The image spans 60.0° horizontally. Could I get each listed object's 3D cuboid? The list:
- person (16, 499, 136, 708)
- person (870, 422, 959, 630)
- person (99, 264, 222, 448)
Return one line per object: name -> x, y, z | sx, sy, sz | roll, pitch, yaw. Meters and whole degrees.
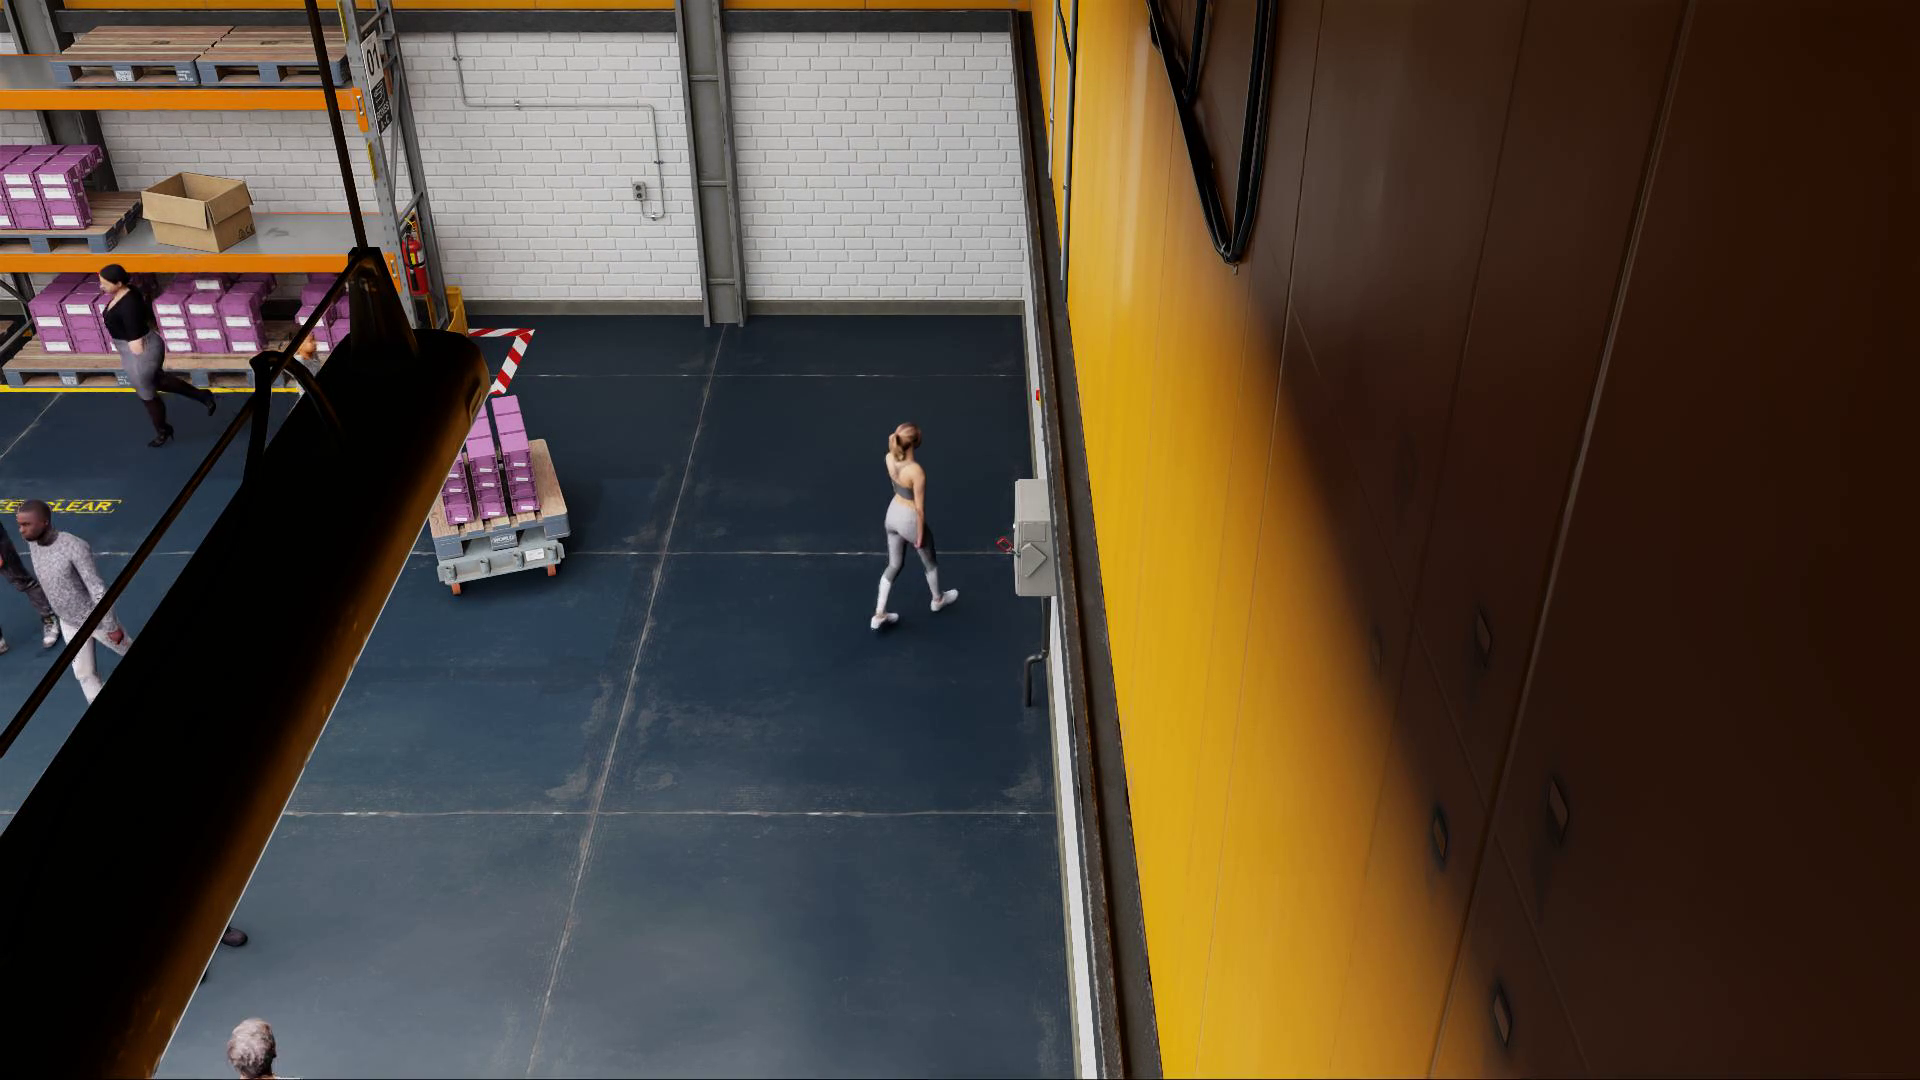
person -> -5.722, 0.458, 11.059 | 1.239, 1.811, 1.107 | 9, 35, 13
person -> -0.443, -0.085, 12.000 | 0.987, 1.673, 1.026 | 28, 42, 35
person -> -6.865, -1.576, 14.190 | 1.049, 1.733, 0.875 | -12, 36, -18
